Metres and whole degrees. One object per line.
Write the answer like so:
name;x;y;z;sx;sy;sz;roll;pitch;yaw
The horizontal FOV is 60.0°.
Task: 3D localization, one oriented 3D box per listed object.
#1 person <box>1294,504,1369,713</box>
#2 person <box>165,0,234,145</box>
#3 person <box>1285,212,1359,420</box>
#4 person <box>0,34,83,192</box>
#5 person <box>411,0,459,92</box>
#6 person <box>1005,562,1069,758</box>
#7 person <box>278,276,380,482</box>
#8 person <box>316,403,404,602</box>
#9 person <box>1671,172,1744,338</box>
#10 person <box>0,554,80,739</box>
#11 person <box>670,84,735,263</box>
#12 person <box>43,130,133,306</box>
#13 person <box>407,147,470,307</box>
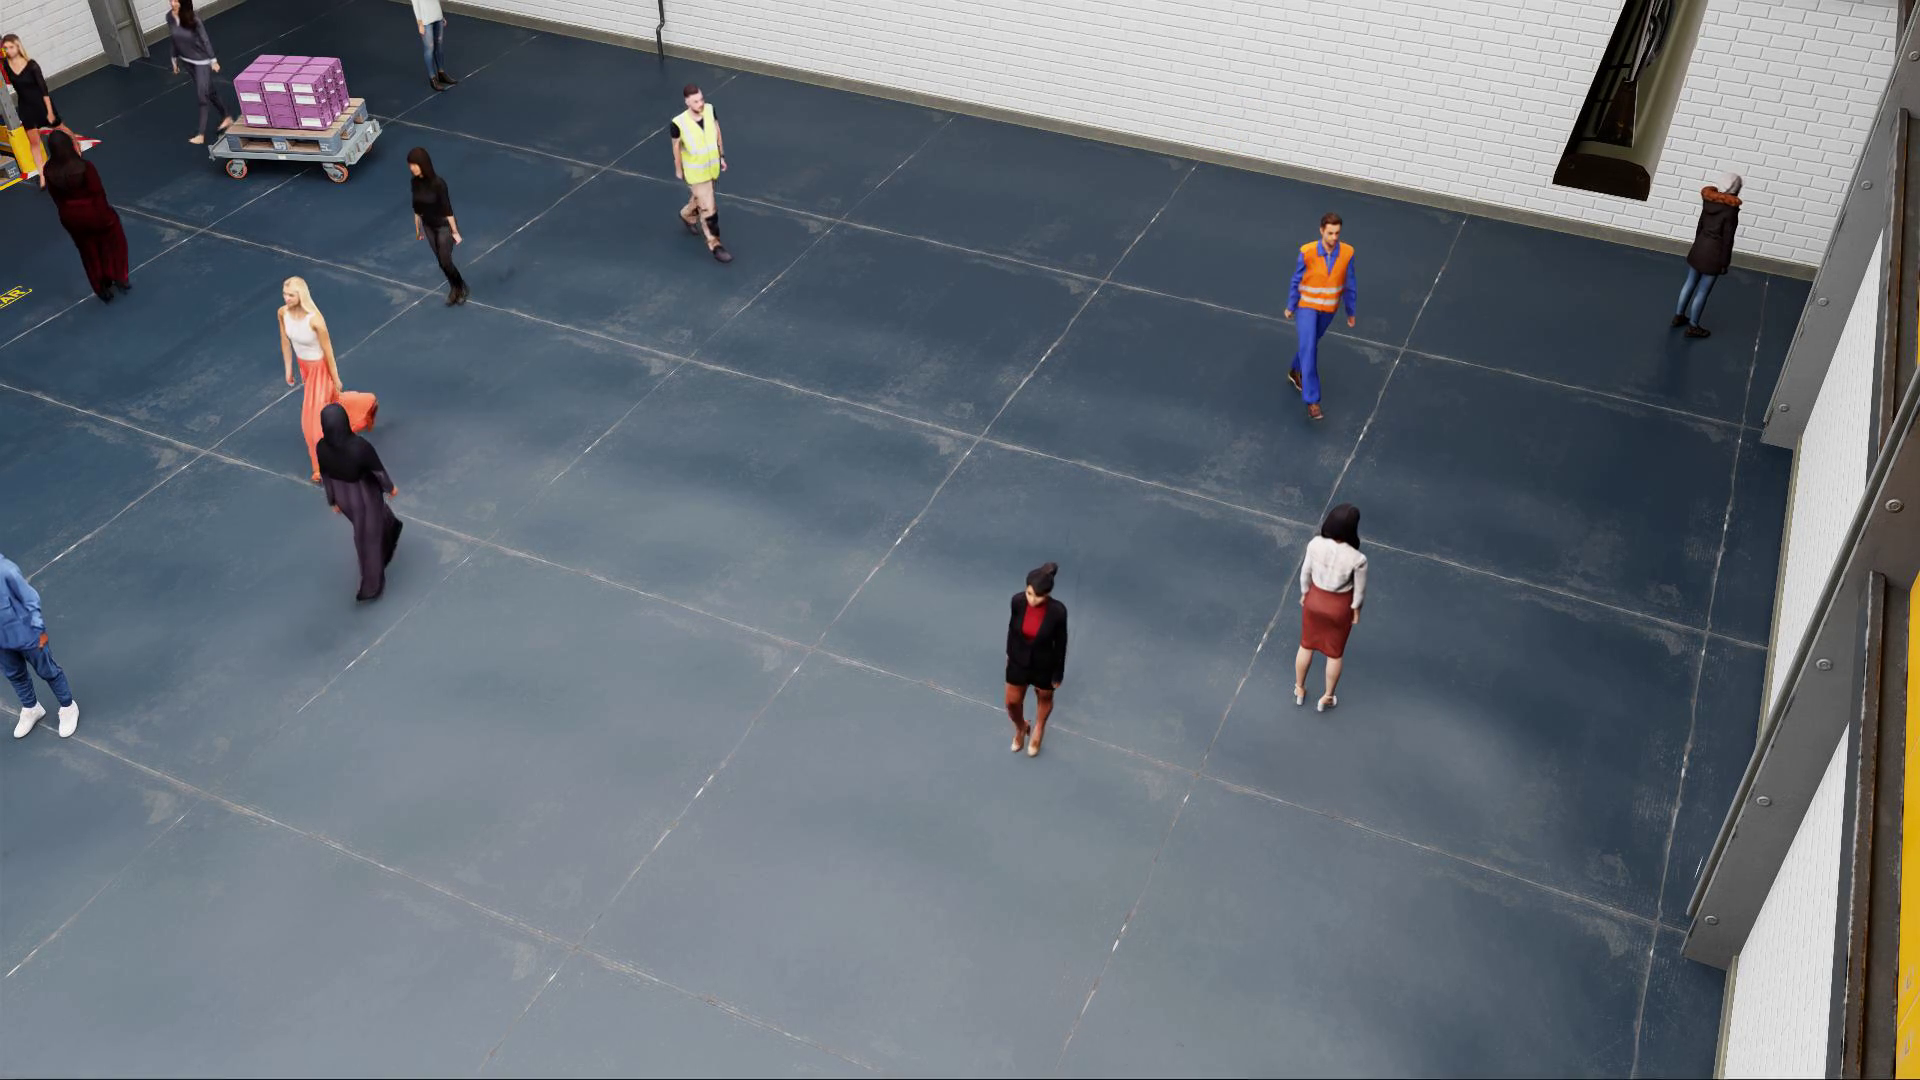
person;2.521;0.471;11.367;0.607;1.751;0.526;20;43;23
person;-8.542;-5.414;18.752;0.696;1.730;1.046;13;41;16
person;3.081;-2.040;14.455;1.130;1.821;1.278;-6;39;-8
person;-9.860;-4.655;17.883;0.852;1.628;1.136;1;39;1
person;-6.325;-6.213;19.821;0.628;1.644;0.431;17;42;21
person;0.520;0.792;11.062;0.605;1.629;0.622;14;41;17
person;-5.229;-1.406;13.698;0.688;1.774;1.125;20;43;23
person;-4.524;-0.287;12.430;0.746;1.608;1.147;8;39;10
person;6.927;-2.650;15.367;0.810;1.634;0.745;-11;40;-13
person;-6.394;0.583;11.182;0.754;1.806;0.721;0;39;-1
person;-2.614;-3.708;16.550;0.965;1.811;1.183;29;47;31
person;-8.267;-2.994;15.713;0.810;1.742;0.842;-3;39;-4
person;-4.903;-3.000;15.812;0.610;1.627;0.557;15;41;18
